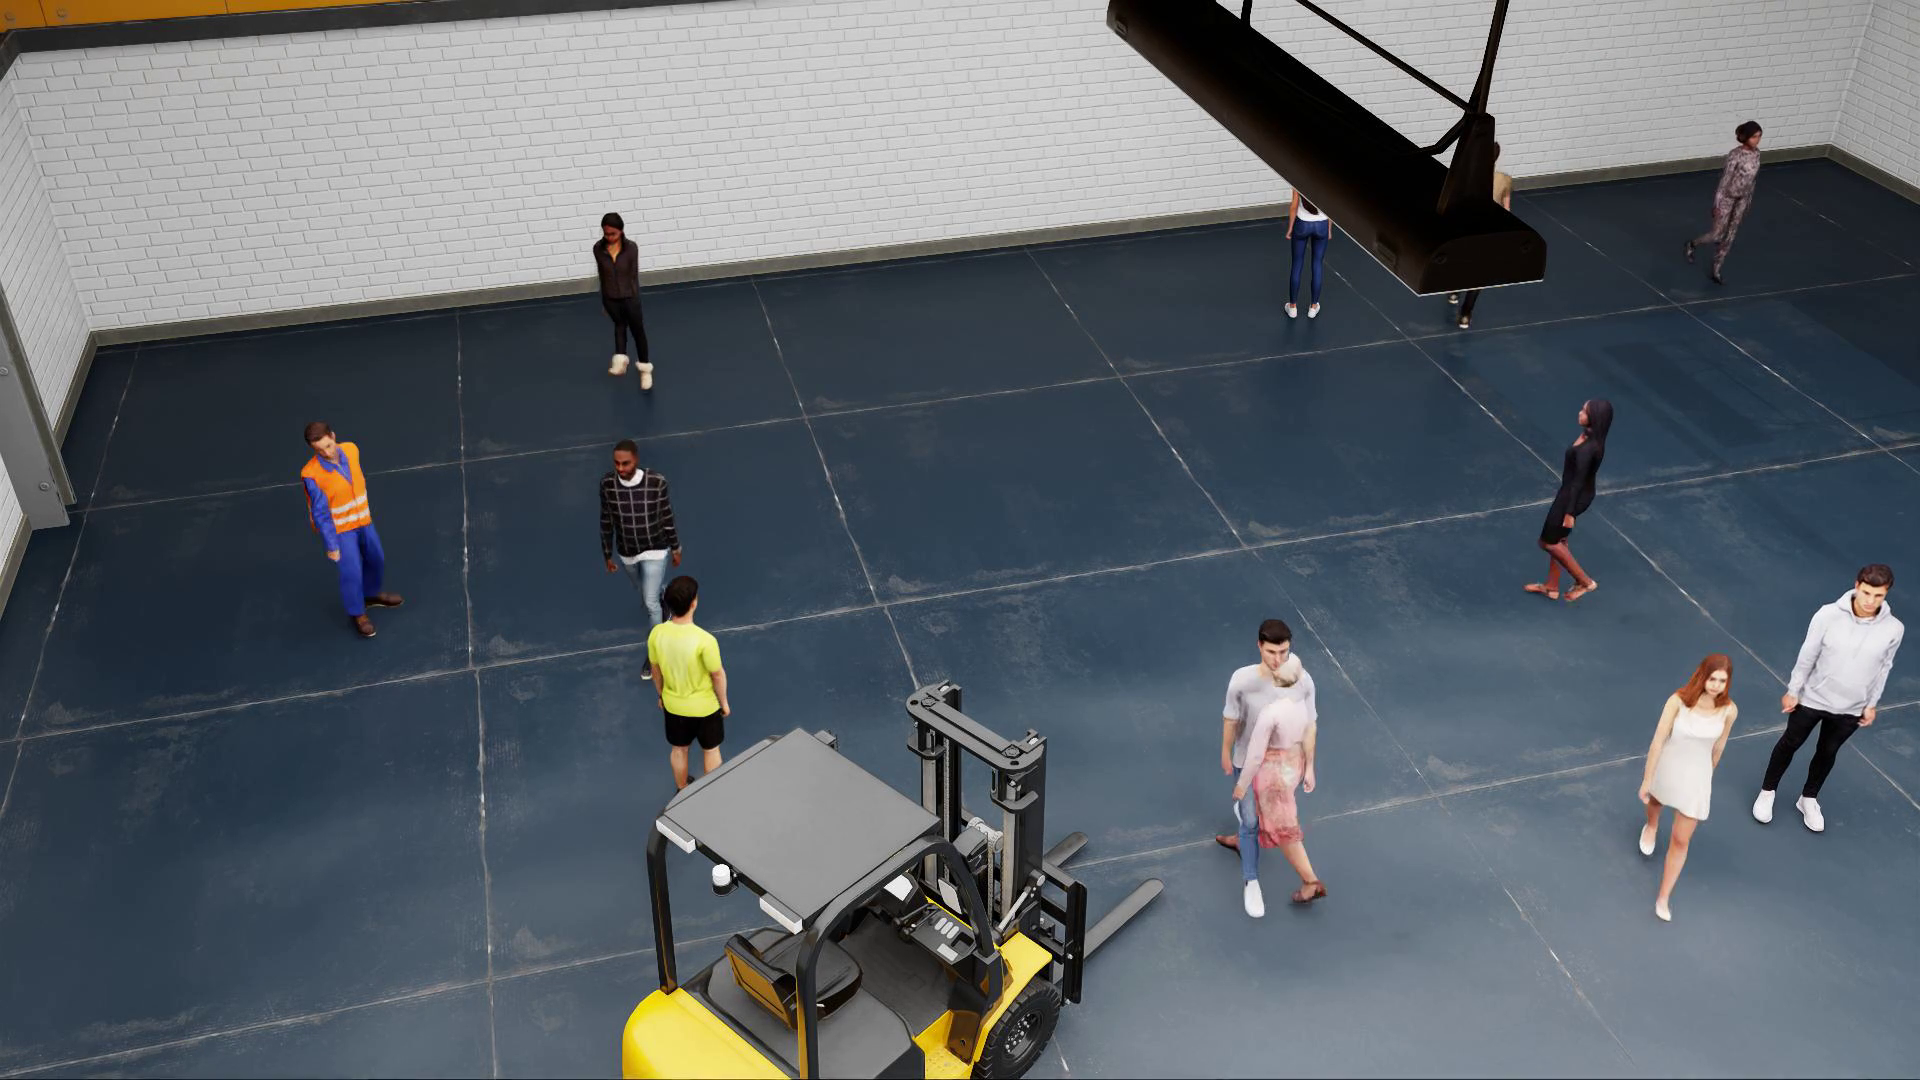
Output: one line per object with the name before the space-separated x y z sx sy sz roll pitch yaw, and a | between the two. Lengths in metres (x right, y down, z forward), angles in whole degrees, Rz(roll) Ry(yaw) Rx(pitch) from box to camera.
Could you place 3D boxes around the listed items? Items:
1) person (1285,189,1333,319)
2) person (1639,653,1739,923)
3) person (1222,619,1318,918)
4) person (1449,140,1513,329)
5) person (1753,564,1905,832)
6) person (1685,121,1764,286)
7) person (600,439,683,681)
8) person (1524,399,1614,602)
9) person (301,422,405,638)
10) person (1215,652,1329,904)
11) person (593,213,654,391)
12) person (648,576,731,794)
person | 3.431 -3.025 16.278 0.660 1.775 0.635 4 34 6
person | 4.248 1.322 9.847 1.035 1.654 1.180 13 36 19
person | 1.794 1.211 9.836 0.772 1.852 1.197 -4 34 -6
person | 5.014 -2.930 16.097 1.043 1.817 1.184 11 35 16
person | 5.333 0.938 10.174 0.778 1.930 0.773 8 34 12
person | 7.836 -3.477 17.022 0.626 1.703 0.846 -12 36 -18
person | -2.199 0.021 11.691 0.964 1.779 1.253 2 34 3
person | 4.564 -0.259 12.174 0.877 1.711 0.822 15 36 21
person | -4.383 -0.107 11.850 0.957 1.817 0.877 7 34 10
person | 1.917 1.414 9.710 1.147 1.653 0.972 26 41 33
person | -3.076 -2.138 15.047 0.635 1.659 0.743 -5 34 -7
person | -1.670 0.974 10.321 0.700 1.707 0.694 9 35 13
